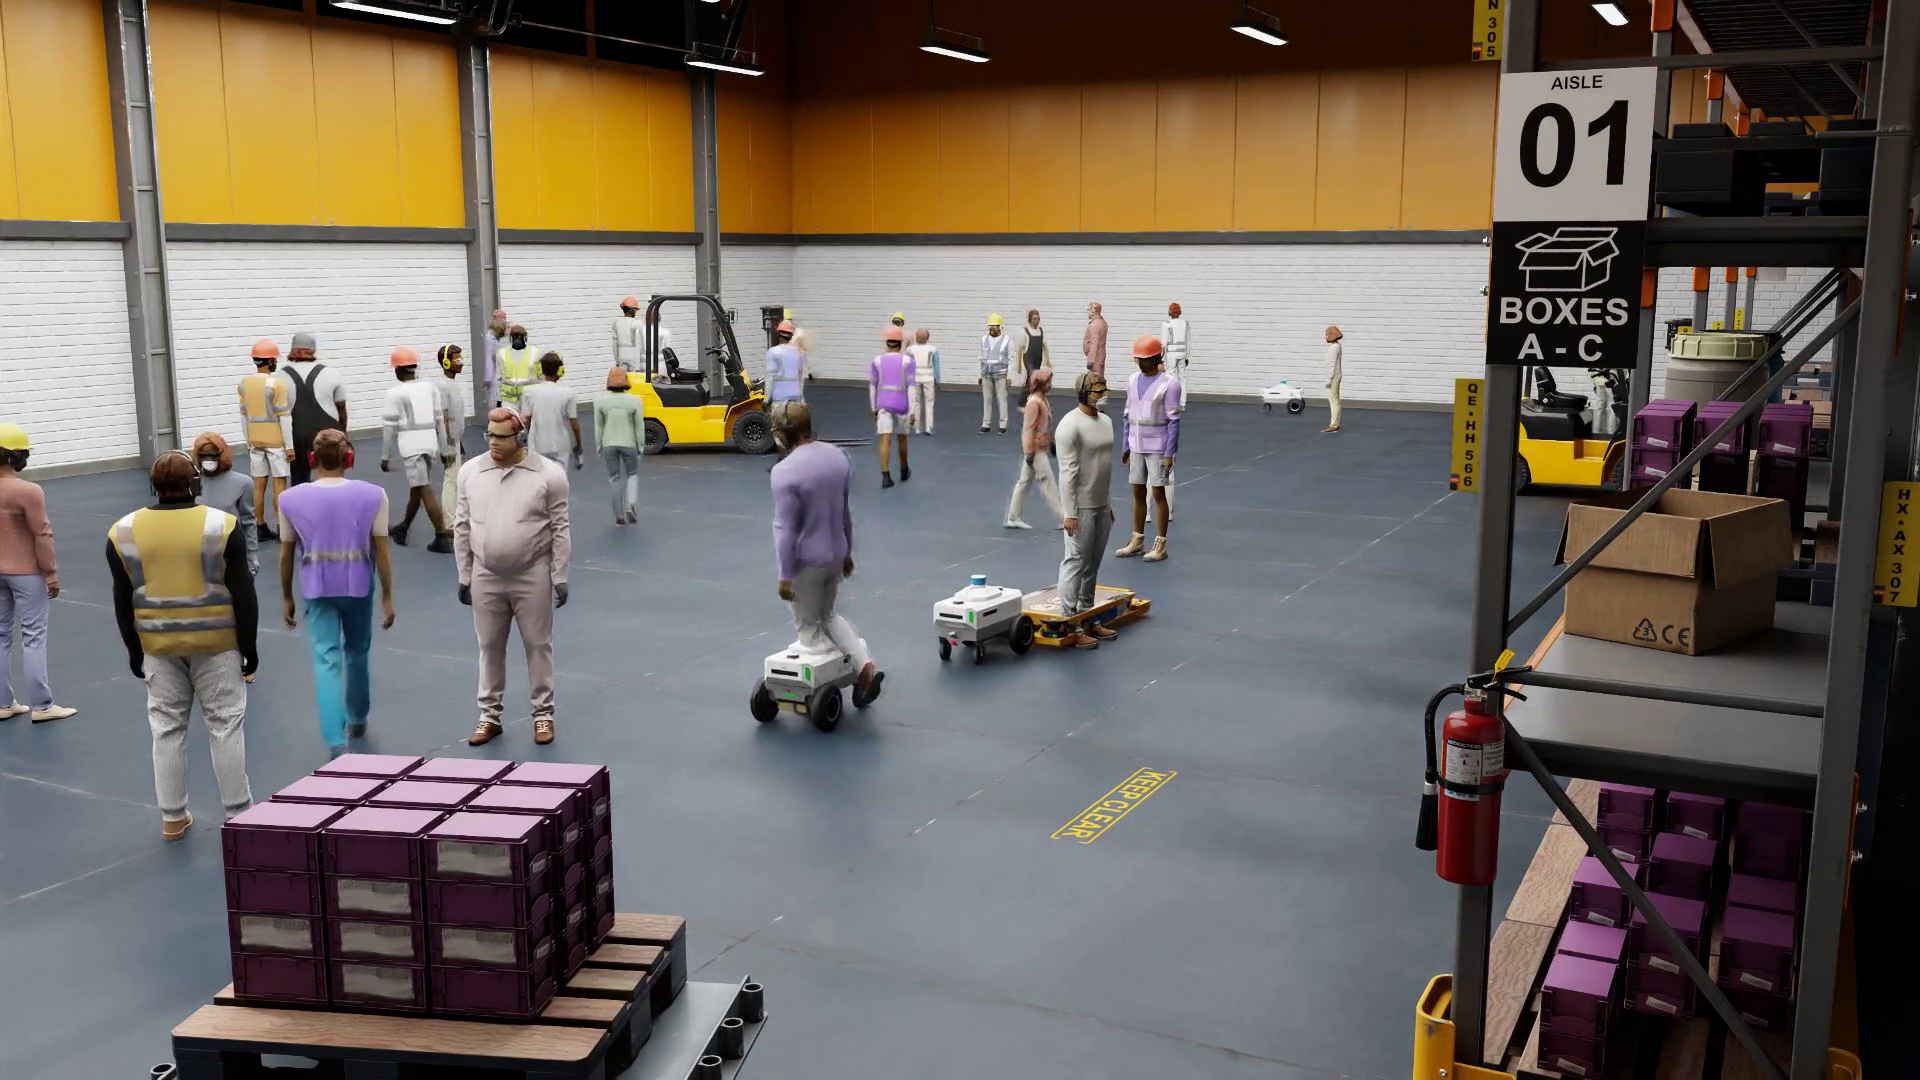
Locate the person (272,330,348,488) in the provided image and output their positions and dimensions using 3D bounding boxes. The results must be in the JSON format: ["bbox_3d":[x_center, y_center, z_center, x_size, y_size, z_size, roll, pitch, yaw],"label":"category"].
[{"bbox_3d":[-6.298,-1.046,16.132,0.697,2.000,0.825,-3,10,-16],"label":"person"}]

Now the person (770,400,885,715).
[{"bbox_3d":[-0.797,0.137,9.644,0.558,1.907,0.673,7,12,34],"label":"person"}]

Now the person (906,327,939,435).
[{"bbox_3d":[-0.570,-2.392,25.142,0.518,1.654,0.326,2,10,9],"label":"person"}]

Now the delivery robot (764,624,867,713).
[{"bbox_3d":[-0.846,0.737,9.836,0.477,0.478,0.707,5,11,26],"label":"delivery robot"}]

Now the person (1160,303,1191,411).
[{"bbox_3d":[3.737,-3.175,28.907,0.574,1.886,0.361,-4,11,-22],"label":"person"}]

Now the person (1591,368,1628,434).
[{"bbox_3d":[9.282,-2.256,23.744,0.403,1.829,0.599,-5,11,-26],"label":"person"}]

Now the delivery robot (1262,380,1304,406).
[{"bbox_3d":[5.548,-2.504,28.596,0.707,0.478,0.477,3,10,15],"label":"delivery robot"}]

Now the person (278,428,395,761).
[{"bbox_3d":[-3.403,0.291,9.102,0.577,1.802,0.993,-3,10,-19],"label":"person"}]

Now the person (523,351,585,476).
[{"bbox_3d":[-3.755,-0.824,15.413,0.551,1.843,0.625,0,10,3],"label":"person"}]

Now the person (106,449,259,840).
[{"bbox_3d":[-3.603,0.493,7.801,0.624,1.845,0.429,-2,10,-9],"label":"person"}]

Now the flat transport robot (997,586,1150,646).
[{"bbox_3d":[0.790,0.520,12.183,0.652,0.197,1.431,6,11,31],"label":"flat transport robot"}]

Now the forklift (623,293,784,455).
[{"bbox_3d":[-3.588,-2.317,23.042,2.313,2.155,1.214,-1,10,-5],"label":"forklift"}]

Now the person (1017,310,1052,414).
[{"bbox_3d":[1.231,-2.995,28.174,0.507,1.795,1.016,-7,12,-37],"label":"person"}]

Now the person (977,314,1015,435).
[{"bbox_3d":[0.525,-2.501,25.155,0.586,1.833,0.403,4,11,24],"label":"person"}]

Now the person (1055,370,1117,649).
[{"bbox_3d":[0.896,-0.222,11.654,0.366,1.939,0.635,6,11,31],"label":"person"}]

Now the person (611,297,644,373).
[{"bbox_3d":[-5.345,-2.923,27.022,0.605,2.034,0.392,4,11,24],"label":"person"}]

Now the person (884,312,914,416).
[{"bbox_3d":[-1.017,-2.922,27.813,0.523,1.759,0.335,-1,10,-6],"label":"person"}]

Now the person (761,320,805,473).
[{"bbox_3d":[-2.206,-1.782,20.818,0.608,1.905,0.398,-9,13,-43],"label":"person"}]

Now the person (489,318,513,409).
[{"bbox_3d":[-5.936,-1.992,22.015,0.683,1.900,0.645,1,10,6],"label":"person"}]

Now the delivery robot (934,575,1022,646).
[{"bbox_3d":[0.124,0.483,11.305,0.477,0.478,0.707,6,12,31],"label":"delivery robot"}]

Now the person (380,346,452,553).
[{"bbox_3d":[-5.068,-0.836,15.356,0.983,1.883,0.554,6,11,30],"label":"person"}]

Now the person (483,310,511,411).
[{"bbox_3d":[-6.857,-2.469,24.834,0.421,1.900,0.680,6,12,32],"label":"person"}]

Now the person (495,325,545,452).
[{"bbox_3d":[-5.544,-1.781,20.965,0.627,1.844,0.429,-1,10,-5],"label":"person"}]

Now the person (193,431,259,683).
[{"bbox_3d":[-4.720,0.119,10.563,0.497,1.633,0.279,-5,11,-25],"label":"person"}]

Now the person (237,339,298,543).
[{"bbox_3d":[-6.538,-0.933,15.776,0.551,1.937,0.357,4,10,20],"label":"person"}]

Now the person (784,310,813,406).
[{"bbox_3d":[-2.630,-2.661,25.989,0.620,1.868,1.008,7,12,35],"label":"person"}]

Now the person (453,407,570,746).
[{"bbox_3d":[-2.505,0.206,9.290,0.636,1.903,0.404,0,10,-1],"label":"person"}]

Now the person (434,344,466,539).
[{"bbox_3d":[-4.877,-0.943,16.043,0.328,1.868,0.510,-1,10,-8],"label":"person"}]

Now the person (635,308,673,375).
[{"bbox_3d":[-4.886,-2.793,26.752,0.592,1.867,0.615,0,10,2],"label":"person"}]

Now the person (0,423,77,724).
[{"bbox_3d":[-5.512,0.195,9.744,0.534,1.766,0.318,2,10,14],"label":"person"}]

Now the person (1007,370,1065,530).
[{"bbox_3d":[0.842,-0.875,16.411,0.840,1.593,0.532,2,10,9],"label":"person"}]

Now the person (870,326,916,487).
[{"bbox_3d":[-0.790,-1.590,19.737,0.565,1.883,0.984,1,10,8],"label":"person"}]

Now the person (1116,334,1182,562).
[{"bbox_3d":[1.671,-0.821,14.850,0.391,2.034,0.605,-9,13,-42],"label":"person"}]

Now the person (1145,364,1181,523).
[{"bbox_3d":[2.001,-0.988,16.958,0.514,1.640,0.310,-2,10,-13],"label":"person"}]

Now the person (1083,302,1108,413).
[{"bbox_3d":[2.293,-3.102,28.422,0.405,1.909,0.636,3,10,19],"label":"person"}]

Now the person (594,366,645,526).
[{"bbox_3d":[-3.420,-0.942,16.749,0.500,1.619,0.343,-1,10,-6],"label":"person"}]

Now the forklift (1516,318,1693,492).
[{"bbox_3d":[7.066,-1.601,18.899,2.313,2.155,1.214,5,11,27],"label":"forklift"}]

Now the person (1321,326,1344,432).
[{"bbox_3d":[5.722,-2.467,25.532,0.283,1.633,0.498,4,11,22],"label":"person"}]
